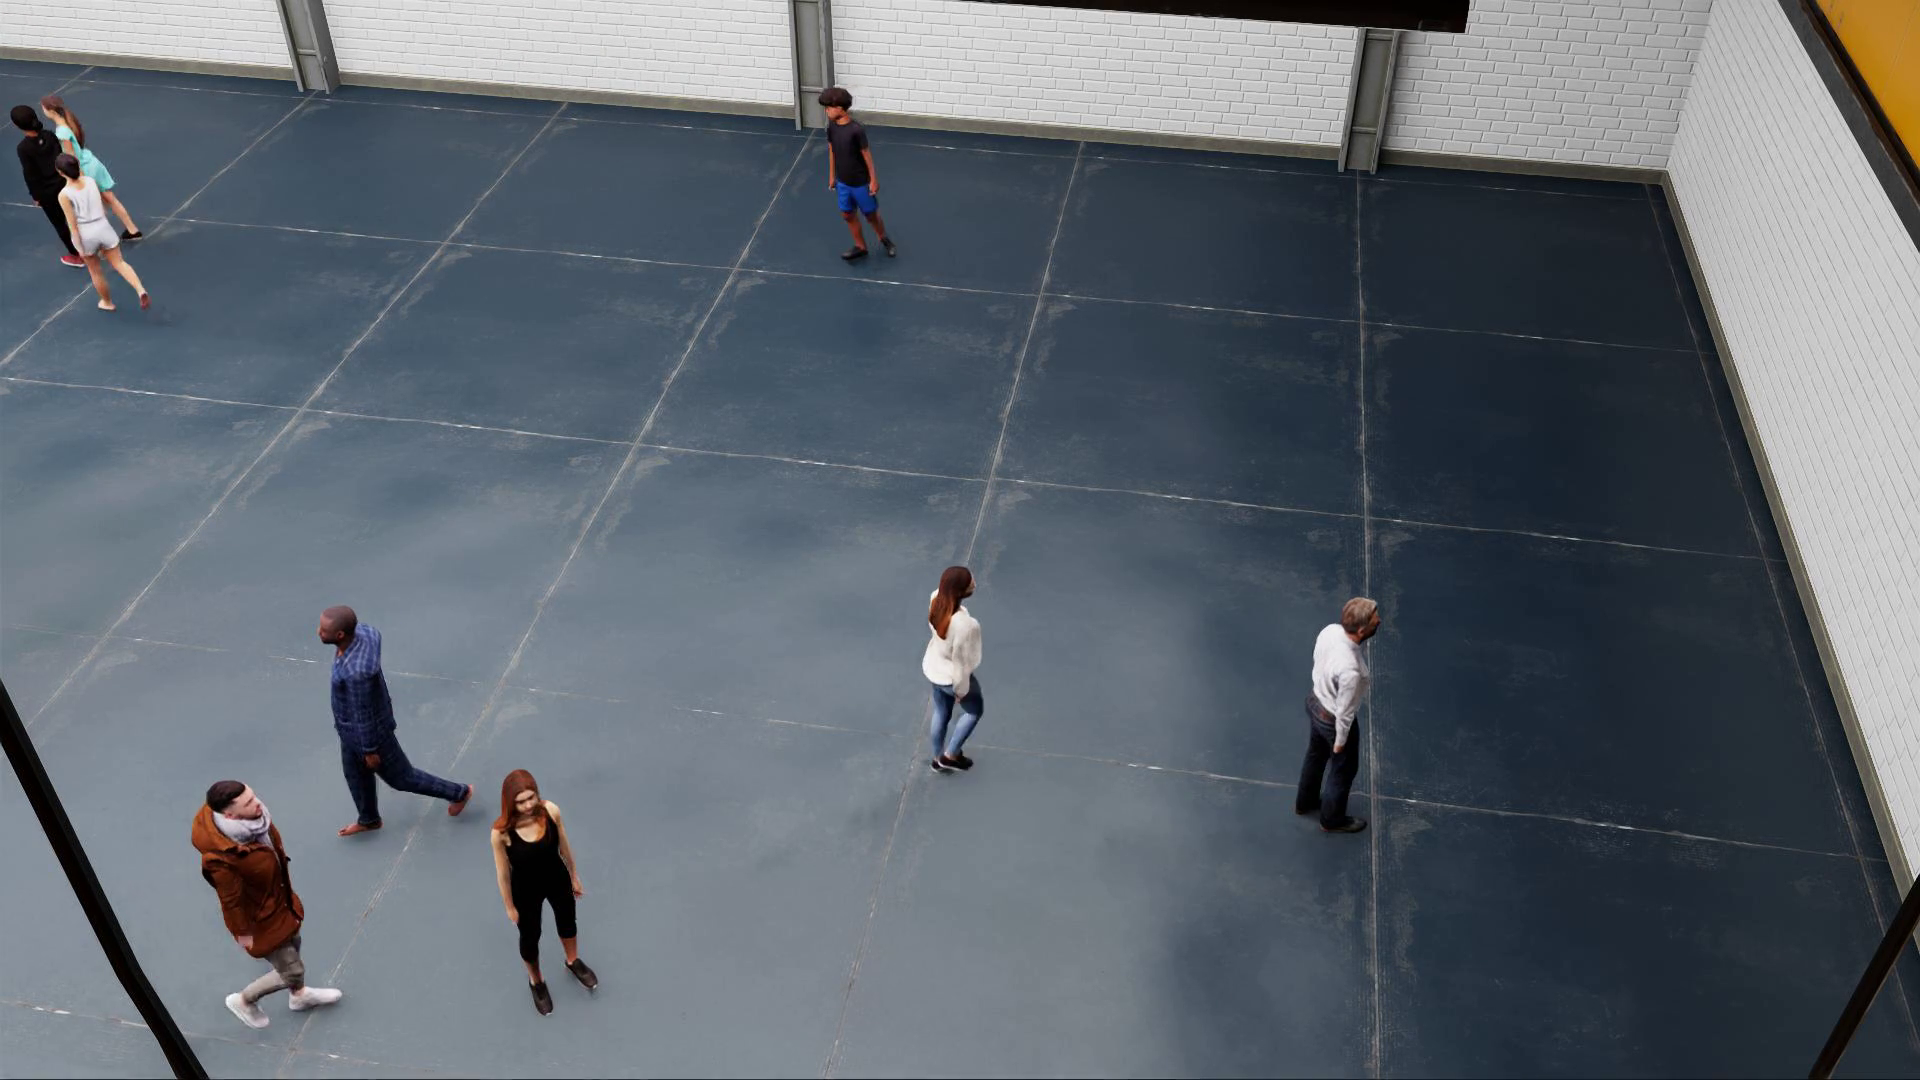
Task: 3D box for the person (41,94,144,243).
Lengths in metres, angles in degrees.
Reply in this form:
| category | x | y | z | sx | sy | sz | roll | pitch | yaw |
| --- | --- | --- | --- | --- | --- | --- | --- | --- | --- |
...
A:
| category | x | y | z | sx | sy | sz | roll | pitch | yaw |
| --- | --- | --- | --- | --- | --- | --- | --- | --- | --- |
| person | -8.410 | -3.551 | 16.138 | 1.082 | 1.502 | 0.653 | -2 | 39 | -3 |

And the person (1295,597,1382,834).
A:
| category | x | y | z | sx | sy | sz | roll | pitch | yaw |
| --- | --- | --- | --- | --- | --- | --- | --- | --- | --- |
| person | 2.228 | 1.044 | 10.138 | 0.798 | 1.809 | 0.775 | -6 | 39 | -8 |

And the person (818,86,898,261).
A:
| category | x | y | z | sx | sy | sz | roll | pitch | yaw |
| --- | --- | --- | --- | --- | --- | --- | --- | --- | --- |
| person | -0.966 | -3.456 | 15.812 | 0.920 | 1.762 | 0.984 | 17 | 42 | 20 |

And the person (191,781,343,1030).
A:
| category | x | y | z | sx | sy | sz | roll | pitch | yaw |
| --- | --- | --- | --- | --- | --- | --- | --- | --- | --- |
| person | -3.842 | 1.992 | 8.940 | 0.895 | 1.824 | 0.829 | -3 | 39 | -4 |

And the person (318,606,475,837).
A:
| category | x | y | z | sx | sy | sz | roll | pitch | yaw |
| --- | --- | --- | --- | --- | --- | --- | --- | --- | --- |
| person | -3.482 | 1.119 | 10.061 | 1.208 | 1.790 | 0.997 | -11 | 40 | -13 |

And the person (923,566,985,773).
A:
| category | x | y | z | sx | sy | sz | roll | pitch | yaw |
| --- | --- | --- | --- | --- | --- | --- | --- | --- | --- |
| person | -0.122 | 0.864 | 10.470 | 0.784 | 1.678 | 0.731 | -22 | 44 | -25 |

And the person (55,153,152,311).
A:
| category | x | y | z | sx | sy | sz | roll | pitch | yaw |
| --- | --- | --- | --- | --- | --- | --- | --- | --- | --- |
| person | -7.788 | -2.747 | 15.060 | 0.964 | 1.590 | 0.764 | 20 | 43 | 23 |

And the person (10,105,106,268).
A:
| category | x | y | z | sx | sy | sz | roll | pitch | yaw |
| --- | --- | --- | --- | --- | --- | --- | --- | --- | --- |
| person | -8.497 | -3.299 | 15.698 | 0.895 | 1.659 | 0.717 | 16 | 41 | 19 |

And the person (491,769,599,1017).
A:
| category | x | y | z | sx | sy | sz | roll | pitch | yaw |
| --- | --- | --- | --- | --- | --- | --- | --- | --- | --- |
| person | -2.312 | 1.888 | 9.149 | 0.651 | 1.726 | 0.707 | -24 | 44 | -27 |
